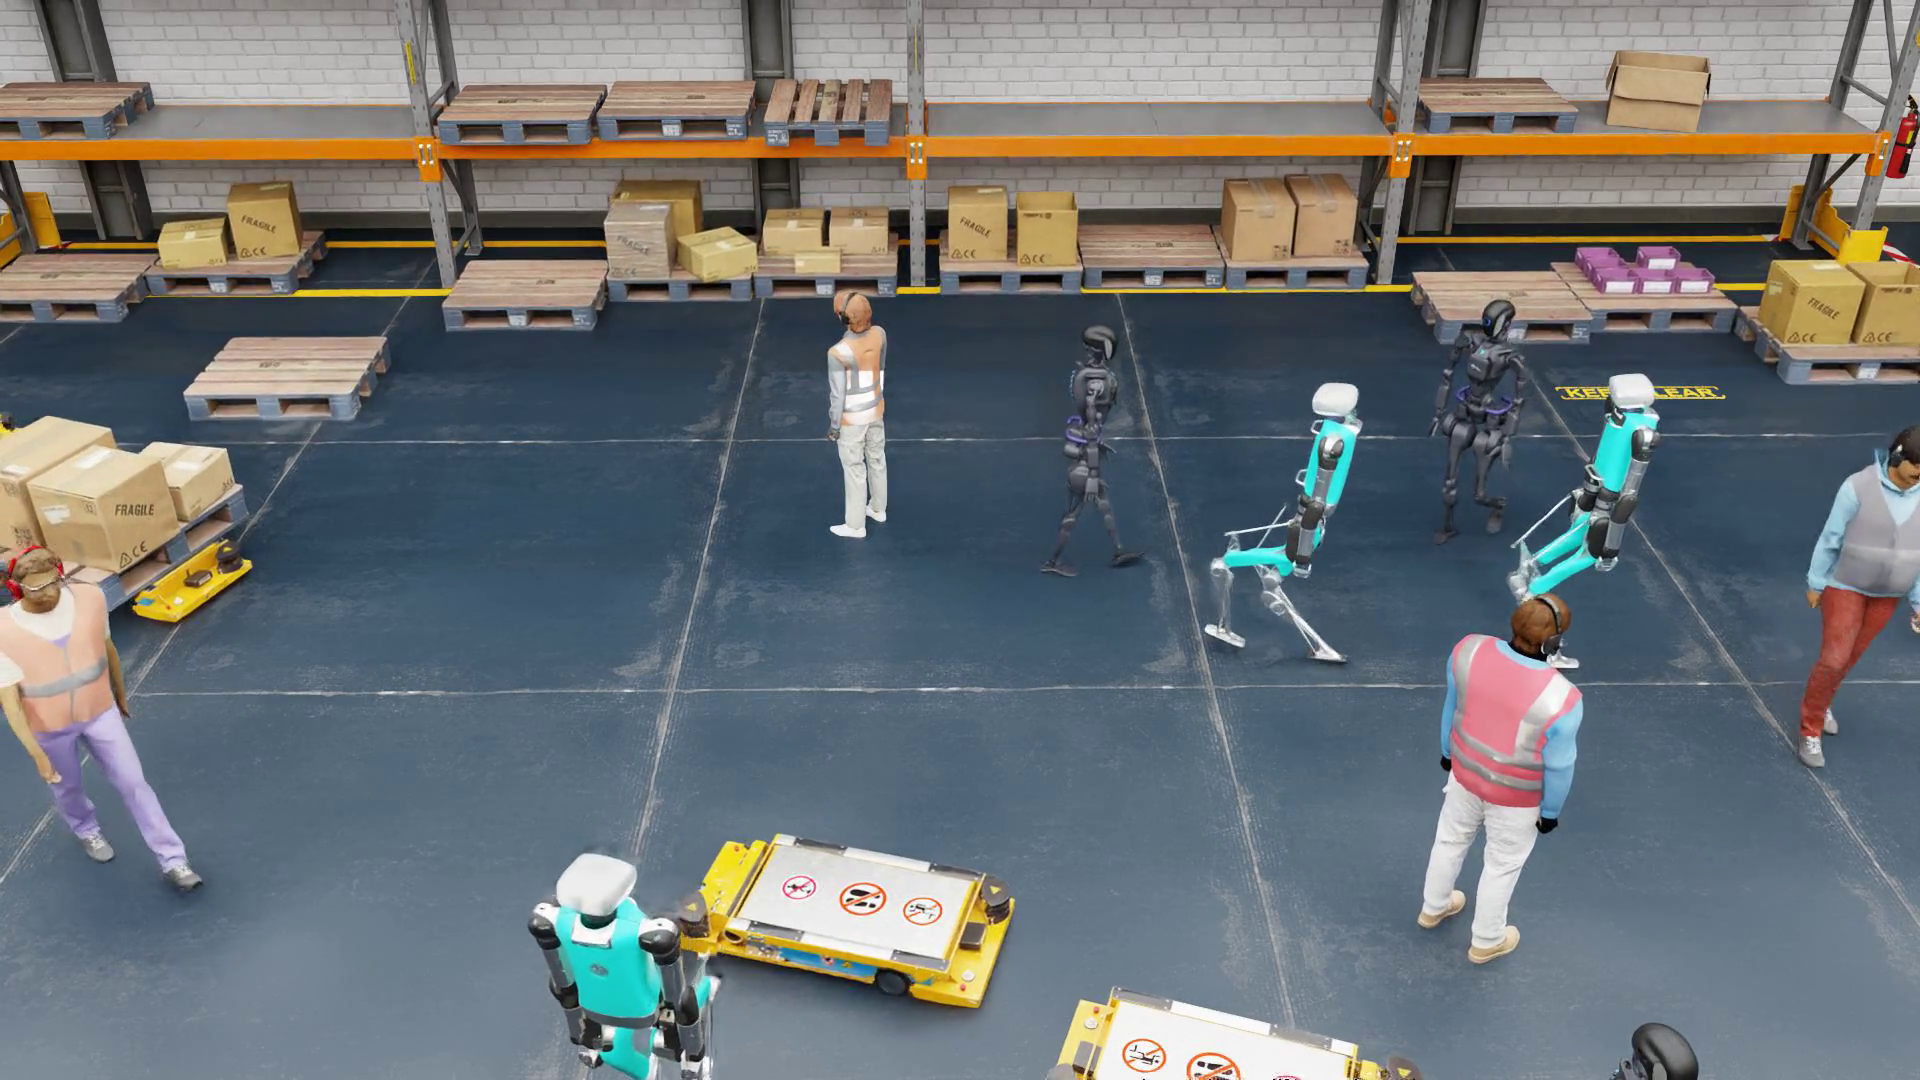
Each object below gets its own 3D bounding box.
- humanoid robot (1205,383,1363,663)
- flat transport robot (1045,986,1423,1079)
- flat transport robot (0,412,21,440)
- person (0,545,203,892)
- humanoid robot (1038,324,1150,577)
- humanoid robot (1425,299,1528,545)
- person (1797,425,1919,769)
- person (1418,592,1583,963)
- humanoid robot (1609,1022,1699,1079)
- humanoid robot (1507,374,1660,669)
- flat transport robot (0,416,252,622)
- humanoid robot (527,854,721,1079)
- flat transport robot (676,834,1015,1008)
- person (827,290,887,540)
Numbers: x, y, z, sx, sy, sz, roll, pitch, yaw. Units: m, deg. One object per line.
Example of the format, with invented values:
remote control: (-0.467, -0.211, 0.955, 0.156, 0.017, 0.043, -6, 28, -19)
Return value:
humanoid robot: (1.718, -0.072, 9.140, 1.013, 1.763, 0.534, 11, 33, 18)
flat transport robot: (1.094, 2.235, 6.690, 1.431, 0.231, 0.659, 10, 32, 16)
flat transport robot: (-6.832, -0.432, 11.129, 0.659, 0.231, 1.431, 15, 34, 23)
person: (-3.979, 0.831, 7.543, 0.935, 1.793, 0.571, 24, 39, 35)
humanoid robot: (0.830, -0.514, 9.912, 0.688, 1.633, 0.601, 3, 31, 5)
humanoid robot: (3.237, -0.740, 10.272, 0.489, 1.645, 0.603, -24, 38, -34)
person: (4.609, 0.299, 8.385, 0.526, 1.847, 0.784, 1, 31, 2)
person: (2.344, 1.021, 7.200, 0.431, 1.836, 0.629, -23, 38, -33)
humanoid robot: (2.110, 2.181, 5.396, 0.599, 1.659, 0.315, -10, 33, -17)
humanoid robot: (3.311, -0.068, 9.083, 0.685, 1.777, 0.532, 0, 31, 1)
flat transport robot: (-5.145, 0.140, 10.178, 1.431, 0.231, 0.659, 11, 33, 17)
humanoid robot: (-1.135, 1.702, 6.224, 0.537, 1.763, 1.065, 6, 31, 10)
flat transport robot: (-0.521, 1.705, 7.573, 1.431, 0.231, 0.659, 8, 32, 13)
person: (-0.634, -0.776, 10.369, 0.307, 1.640, 0.514, 19, 36, 29)
